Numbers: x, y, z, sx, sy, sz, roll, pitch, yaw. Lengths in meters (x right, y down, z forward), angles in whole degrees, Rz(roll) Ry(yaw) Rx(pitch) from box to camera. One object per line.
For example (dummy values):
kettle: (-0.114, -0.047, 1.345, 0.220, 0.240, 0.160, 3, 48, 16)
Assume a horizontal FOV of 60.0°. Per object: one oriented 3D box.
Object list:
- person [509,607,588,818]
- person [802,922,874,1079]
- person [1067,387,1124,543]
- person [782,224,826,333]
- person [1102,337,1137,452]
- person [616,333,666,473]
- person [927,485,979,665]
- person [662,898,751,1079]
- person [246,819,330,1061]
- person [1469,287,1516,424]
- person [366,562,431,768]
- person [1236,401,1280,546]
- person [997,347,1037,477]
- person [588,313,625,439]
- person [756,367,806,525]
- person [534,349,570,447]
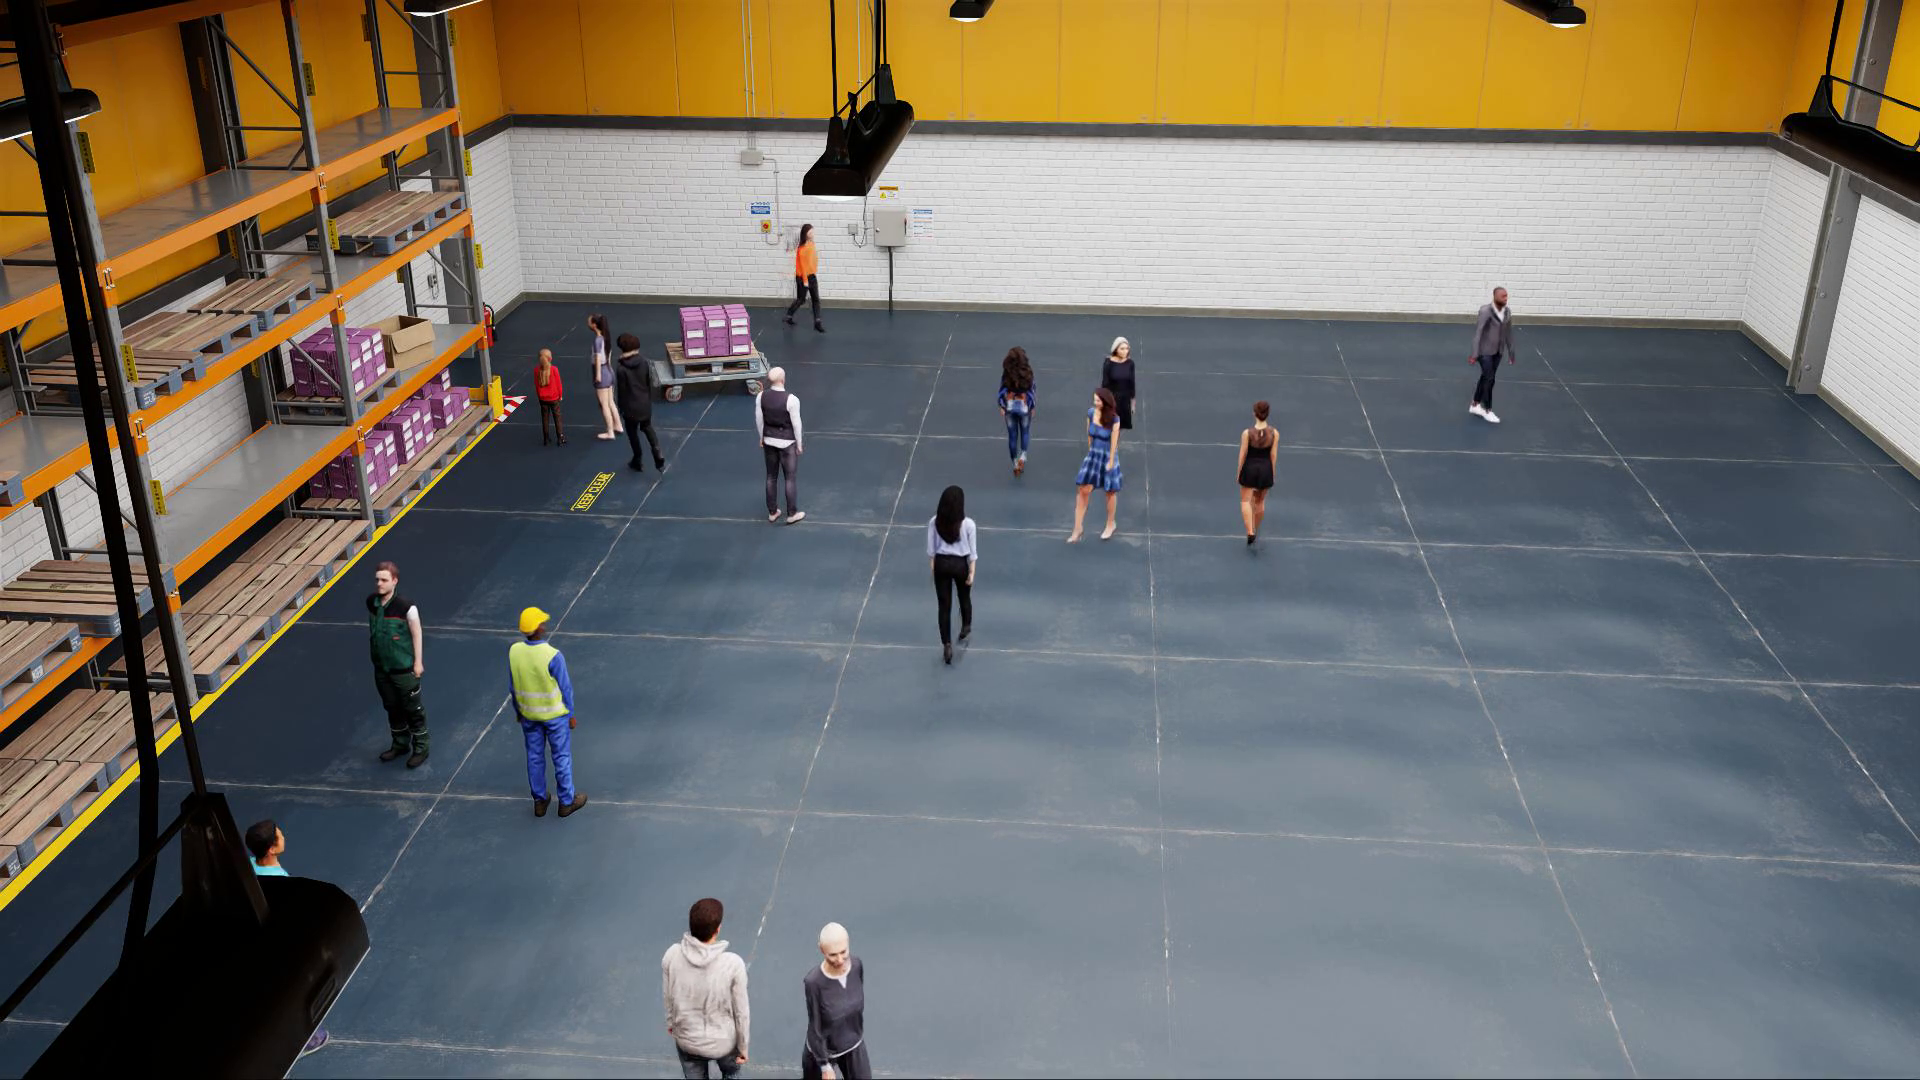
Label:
person: (-3.329, 1.367, 13.284, 0.687, 1.813, 0.587, 4, 24, 10)
person: (-0.801, 2.947, 9.831, 1.015, 1.683, 1.140, -16, 28, -32)
person: (1.622, -0.834, 18.353, 0.922, 1.785, 1.024, 18, 29, 35)
person: (-2.449, -4.059, 25.832, 0.955, 1.705, 1.026, 10, 26, 22)
person: (1.881, -1.663, 20.312, 0.739, 1.736, 0.801, -8, 25, -18)
person: (-3.891, -1.634, 20.210, 0.931, 1.765, 0.979, -19, 30, -36)
person: (-0.097, 0.352, 15.727, 0.641, 1.716, 0.941, 2, 24, 4)
person: (-1.483, 2.954, 9.627, 0.711, 1.833, 0.679, -1, 24, -3)
person: (-4.377, 2.592, 10.545, 0.770, 1.762, 0.815, 16, 28, 32)
person: (7.000, -2.513, 22.175, 0.989, 1.799, 1.058, -12, 26, -26)
person: (-4.748, 1.032, 14.012, 0.714, 1.843, 0.693, 9, 25, 20)
person: (3.253, -0.713, 18.223, 0.632, 1.668, 0.917, 0, 24, -1)
person: (0.697, -1.548, 20.214, 0.627, 1.604, 0.719, 2, 24, 4)
person: (-4.571, -2.123, 21.477, 0.649, 1.644, 0.480, 4, 24, 8)
person: (-2.044, -1.080, 18.869, 0.742, 1.822, 0.671, 8, 25, 17)
person: (-5.251, -1.831, 21.265, 0.482, 1.280, 0.501, 2, 24, 4)
